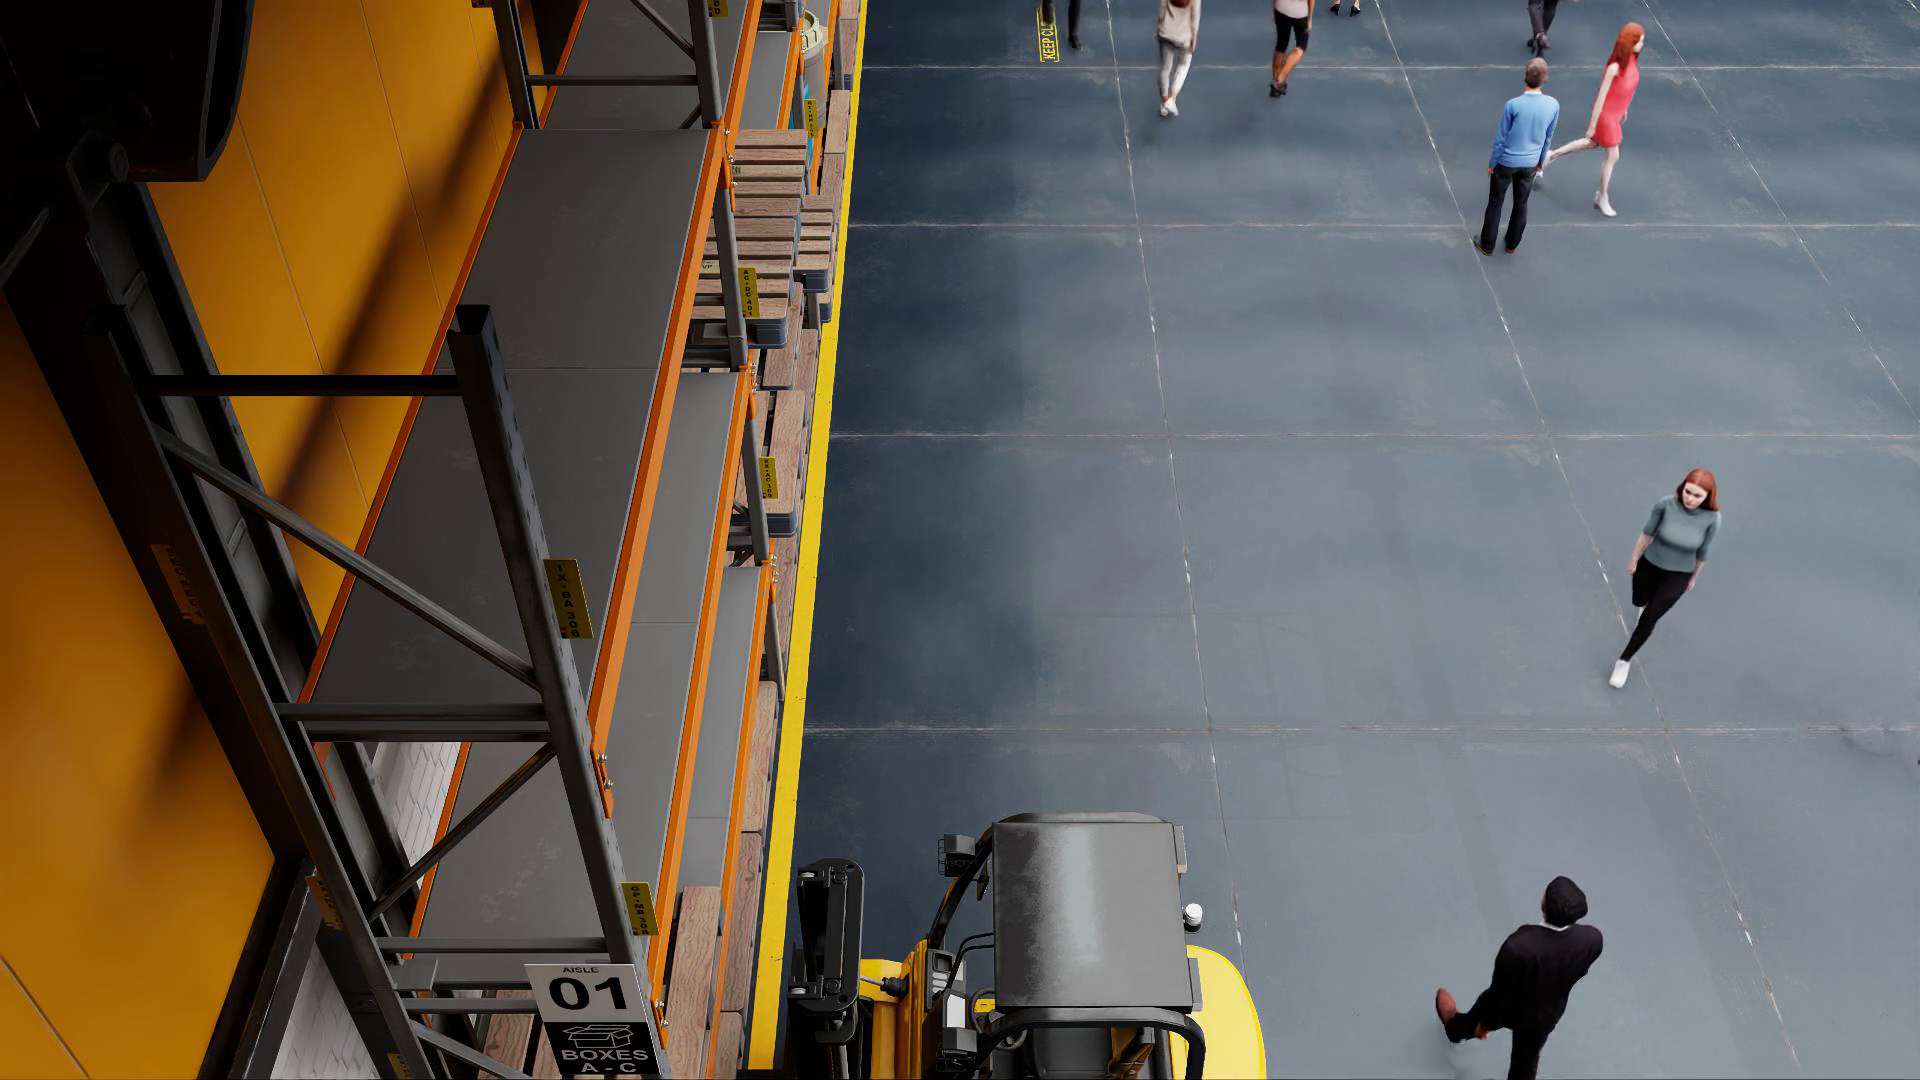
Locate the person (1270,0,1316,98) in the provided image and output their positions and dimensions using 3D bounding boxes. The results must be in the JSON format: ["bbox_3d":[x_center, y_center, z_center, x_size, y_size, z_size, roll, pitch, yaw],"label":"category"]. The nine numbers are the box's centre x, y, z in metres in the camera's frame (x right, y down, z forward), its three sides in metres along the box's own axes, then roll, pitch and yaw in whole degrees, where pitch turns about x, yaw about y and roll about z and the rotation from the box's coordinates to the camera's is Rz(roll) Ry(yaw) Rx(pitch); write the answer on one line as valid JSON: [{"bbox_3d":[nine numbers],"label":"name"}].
[{"bbox_3d":[3.229,-5.153,16.396,0.797,1.731,0.857,28,50,26],"label":"person"}]

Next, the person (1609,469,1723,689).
[{"bbox_3d":[4.603,0.161,10.825,0.949,1.721,1.134,24,49,23],"label":"person"}]

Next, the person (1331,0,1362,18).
[{"bbox_3d":[4.238,-6.419,17.768,0.763,1.671,0.732,12,45,12],"label":"person"}]

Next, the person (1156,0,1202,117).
[{"bbox_3d":[2.068,-4.858,16.113,0.731,1.694,0.795,17,46,17],"label":"person"}]

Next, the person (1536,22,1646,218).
[{"bbox_3d":[5.716,-3.809,14.943,1.116,1.788,1.138,29,51,27],"label":"person"}]

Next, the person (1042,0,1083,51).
[{"bbox_3d":[1.064,-6.155,17.391,0.889,1.810,1.304,-9,44,-10],"label":"person"}]

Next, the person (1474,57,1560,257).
[{"bbox_3d":[4.827,-3.302,14.393,0.659,1.813,0.560,-3,44,-3],"label":"person"}]

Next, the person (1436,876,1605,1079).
[{"bbox_3d":[2.877,2.418,8.362,0.822,1.850,1.115,-5,44,-6],"label":"person"}]
